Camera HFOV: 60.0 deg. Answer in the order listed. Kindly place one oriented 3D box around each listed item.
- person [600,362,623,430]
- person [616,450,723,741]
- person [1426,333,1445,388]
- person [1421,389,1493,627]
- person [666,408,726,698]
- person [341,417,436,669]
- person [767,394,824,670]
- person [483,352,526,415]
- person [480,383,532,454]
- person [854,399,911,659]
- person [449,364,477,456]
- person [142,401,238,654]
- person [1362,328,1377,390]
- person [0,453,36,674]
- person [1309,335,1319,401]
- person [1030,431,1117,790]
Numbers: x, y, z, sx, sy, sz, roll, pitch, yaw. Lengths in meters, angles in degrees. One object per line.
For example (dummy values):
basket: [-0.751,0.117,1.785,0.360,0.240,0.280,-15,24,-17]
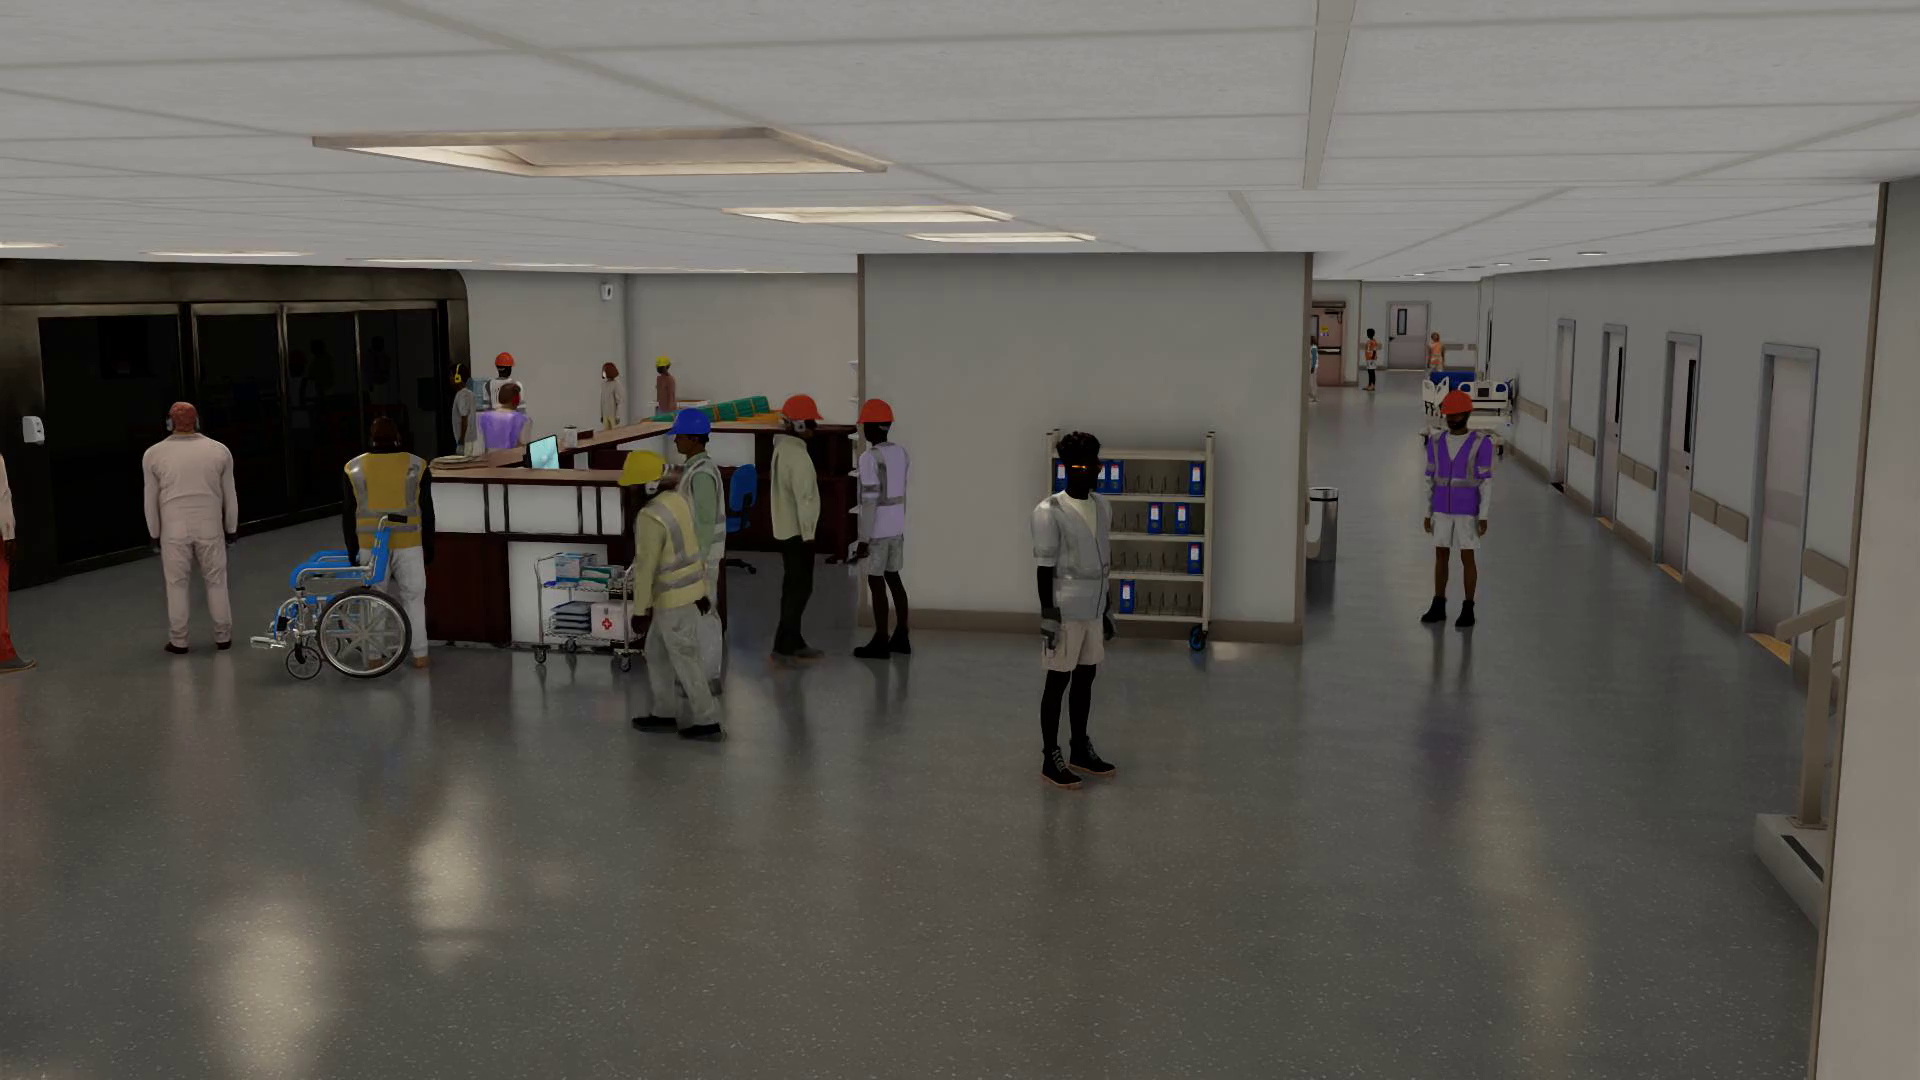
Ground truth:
person: [-5.332,-1.893,25.394,0.497,1.633,0.285,8,12,43]
person: [-1.774,0.341,10.047,0.725,1.784,0.612,1,9,6]
person: [12.406,-4.604,43.478,0.536,1.609,0.769,0,9,-2]
person: [4.034,-0.260,13.553,0.549,1.936,0.360,7,11,38]
person: [-1.773,0.083,11.239,0.386,1.948,0.605,-2,9,-15]
person: [-4.101,0.031,11.982,0.632,1.836,0.429,-2,9,-16]
person: [-1.182,-0.062,12.084,0.414,1.998,0.626,-4,9,-23]
person: [-5.828,-1.439,21.374,0.551,1.937,0.357,1,9,9]
person: [-4.488,-0.665,16.700,0.573,1.802,0.901,2,9,10]
person: [-0.604,-0.083,12.373,0.372,1.935,0.552,5,10,30]
person: [-5.878,-1.149,19.676,0.312,1.869,0.537,-1,9,-5]
person: [-5.815,-0.097,12.600,0.644,1.900,0.399,-5,10,-31]
person: [11.154,-4.903,45.165,0.319,1.693,0.532,-1,9,-4]
person: [-6.976,-0.034,11.847,0.612,1.997,0.375,3,9,16]
person: [8.619,-4.210,40.739,0.315,1.641,0.515,0,9,1]
person: [0.648,0.377,9.223,0.367,1.966,0.606,8,11,41]
